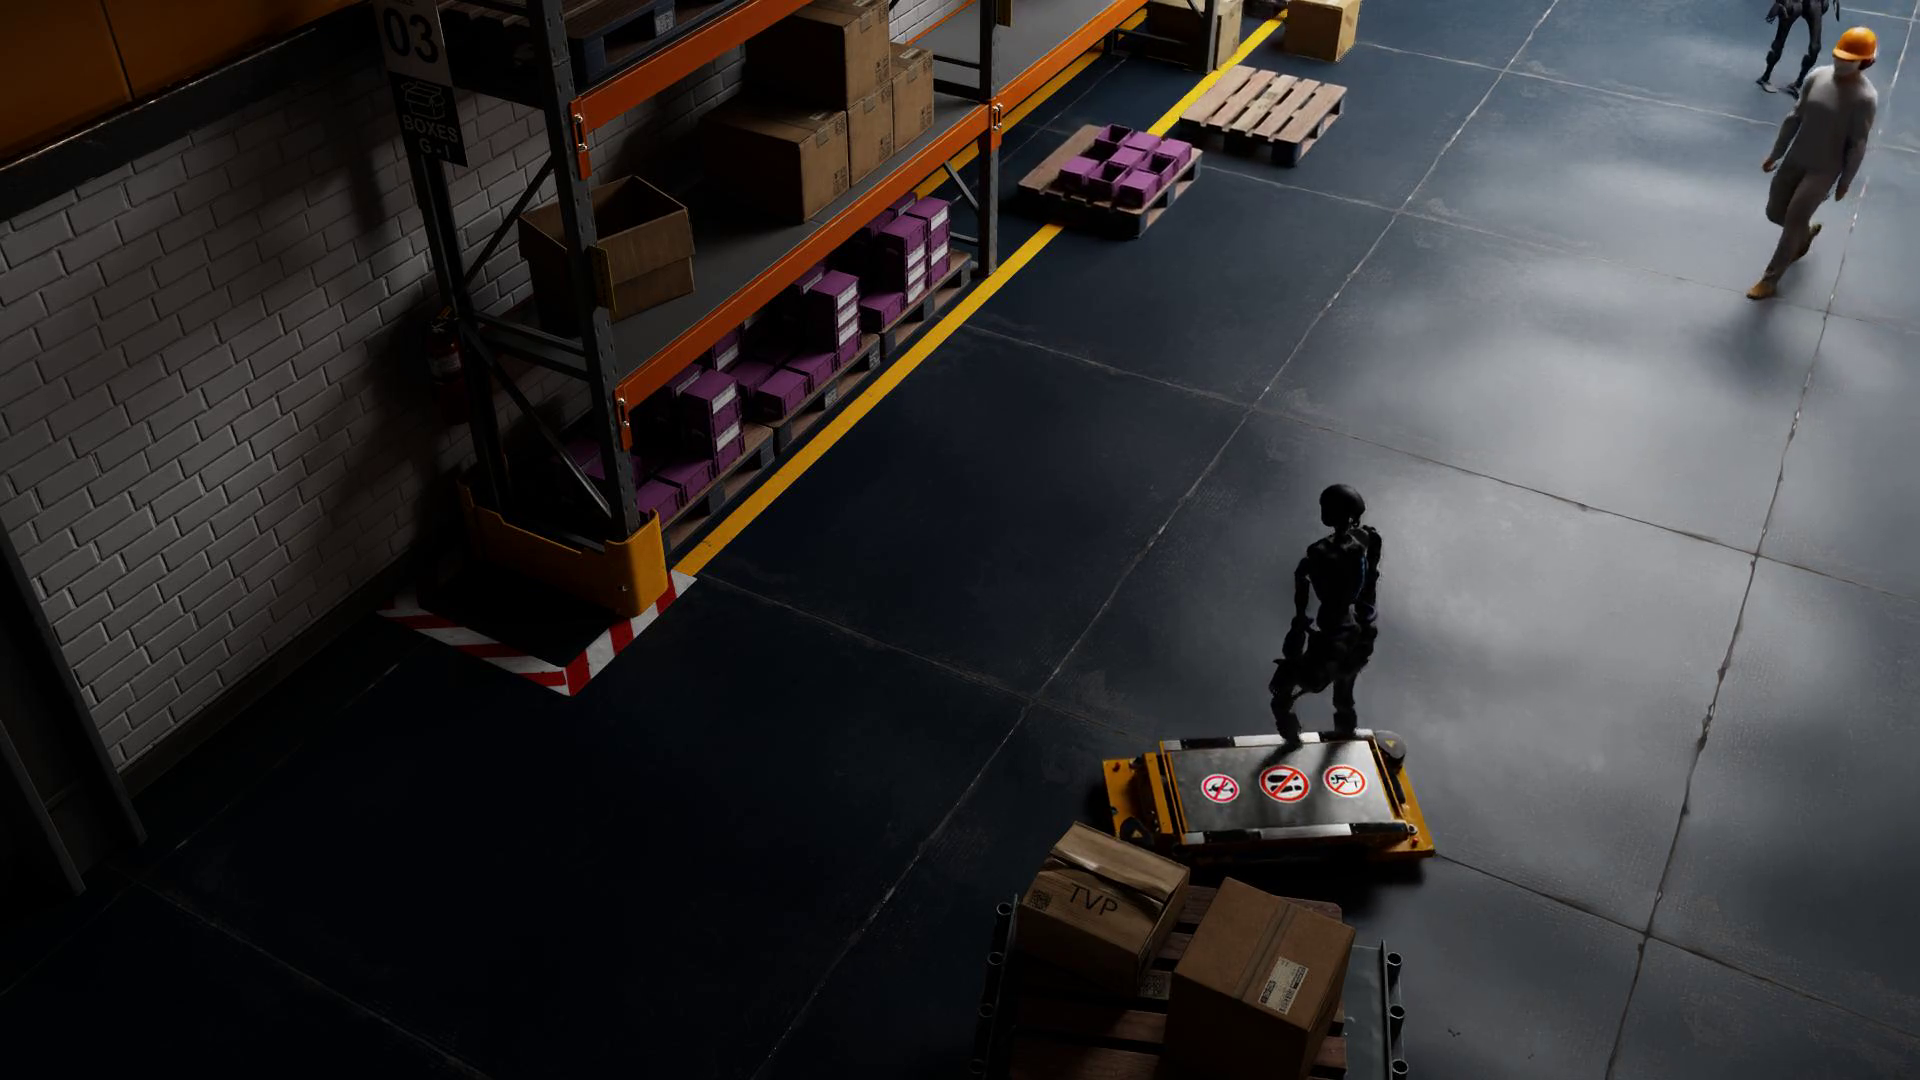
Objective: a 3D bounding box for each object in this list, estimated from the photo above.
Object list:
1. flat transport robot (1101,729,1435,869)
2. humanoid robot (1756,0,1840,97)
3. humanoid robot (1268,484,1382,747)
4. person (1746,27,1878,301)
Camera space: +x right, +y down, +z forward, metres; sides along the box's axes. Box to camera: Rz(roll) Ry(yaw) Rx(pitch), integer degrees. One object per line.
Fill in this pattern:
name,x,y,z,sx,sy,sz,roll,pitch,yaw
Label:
flat transport robot,1.410,1.213,7.703,1.431,0.231,0.659,-3,39,-3
humanoid robot,6.975,-4.463,13.673,0.590,1.644,0.463,-3,39,-4
humanoid robot,1.668,0.462,7.514,0.613,1.645,0.334,-27,46,-29
person,5.747,-2.550,11.124,0.709,1.870,0.583,-20,43,-23
